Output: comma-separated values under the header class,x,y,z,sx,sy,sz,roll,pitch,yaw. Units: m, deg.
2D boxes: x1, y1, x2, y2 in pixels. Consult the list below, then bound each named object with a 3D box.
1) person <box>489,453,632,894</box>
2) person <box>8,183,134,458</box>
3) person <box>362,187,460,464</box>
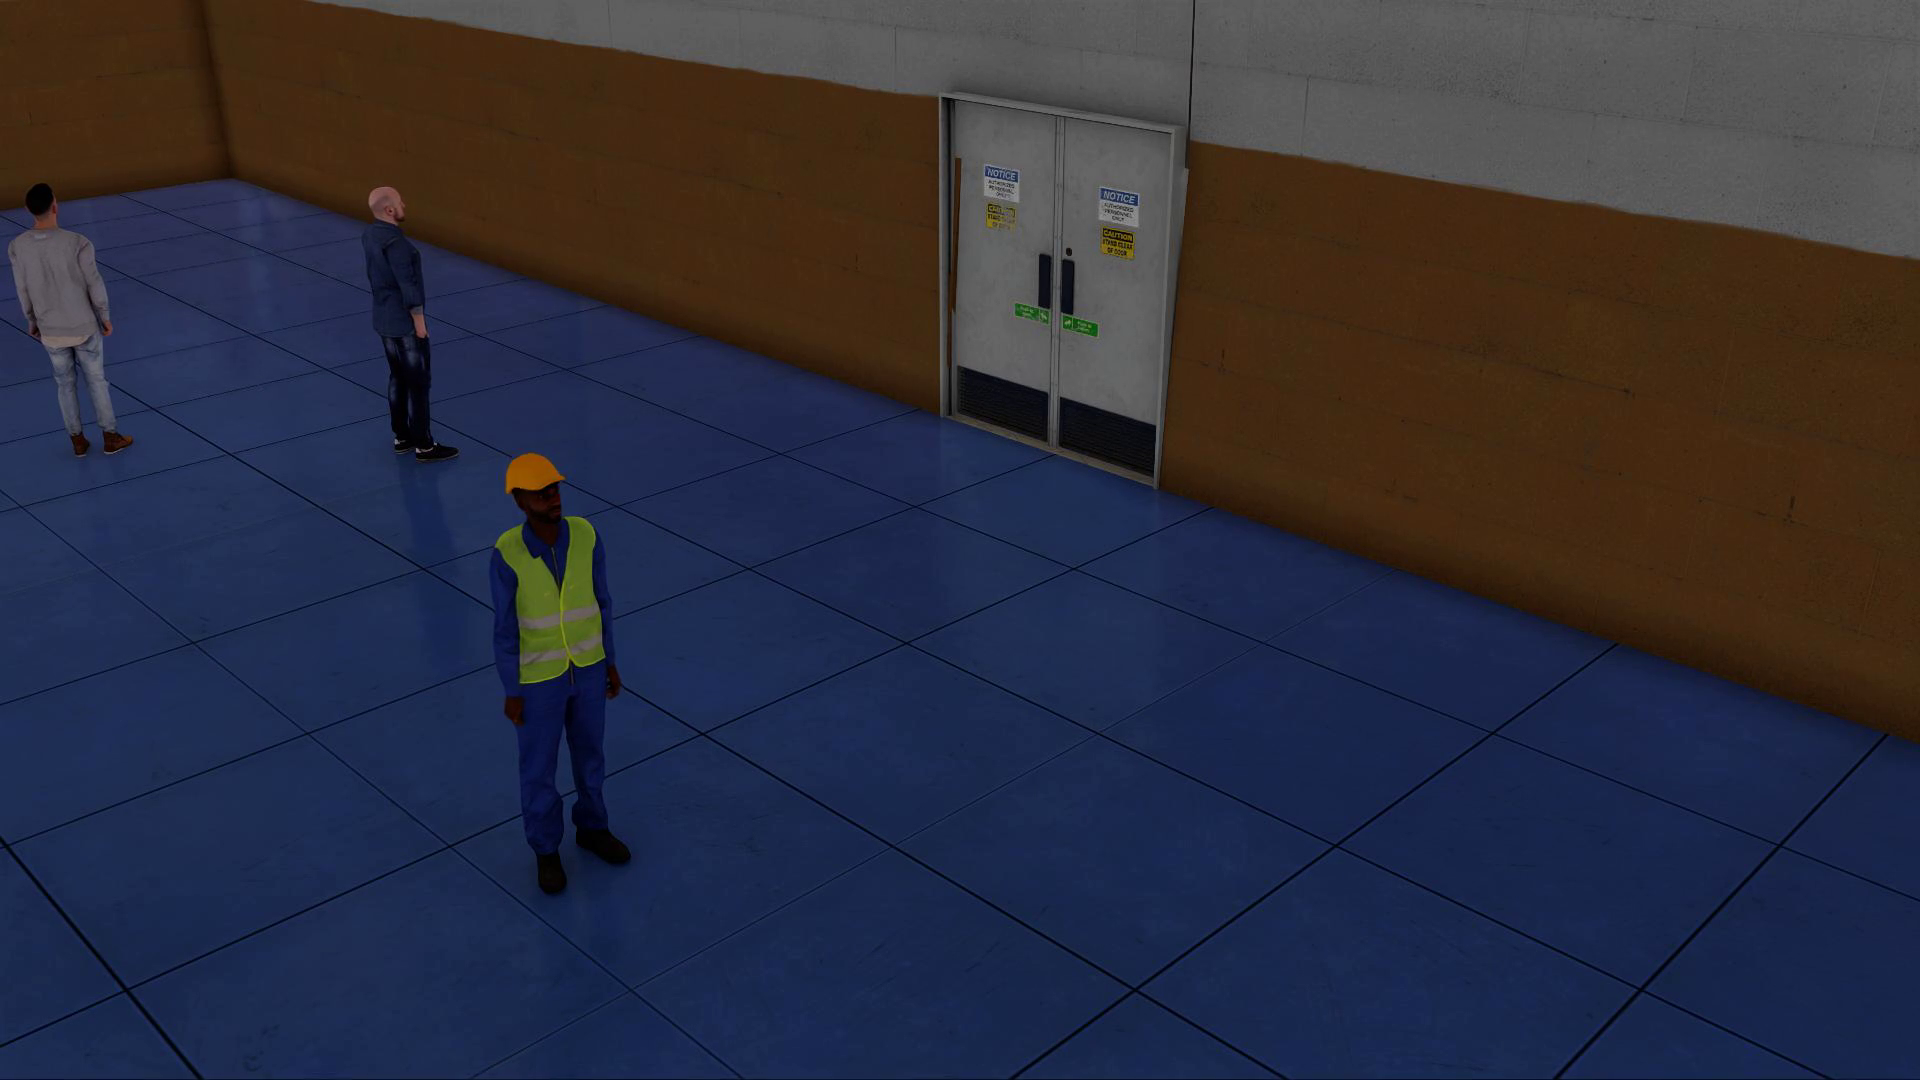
class,x,y,z,sx,sy,sz,roll,pitch,yaw
person,-1.595,0.507,6.608,0.545,1.813,0.751,-18,29,-35
person,-5.930,-1.456,11.061,0.712,1.840,0.827,-5,24,-10
person,-3.683,-1.425,11.006,0.555,1.826,0.697,-22,32,-40
